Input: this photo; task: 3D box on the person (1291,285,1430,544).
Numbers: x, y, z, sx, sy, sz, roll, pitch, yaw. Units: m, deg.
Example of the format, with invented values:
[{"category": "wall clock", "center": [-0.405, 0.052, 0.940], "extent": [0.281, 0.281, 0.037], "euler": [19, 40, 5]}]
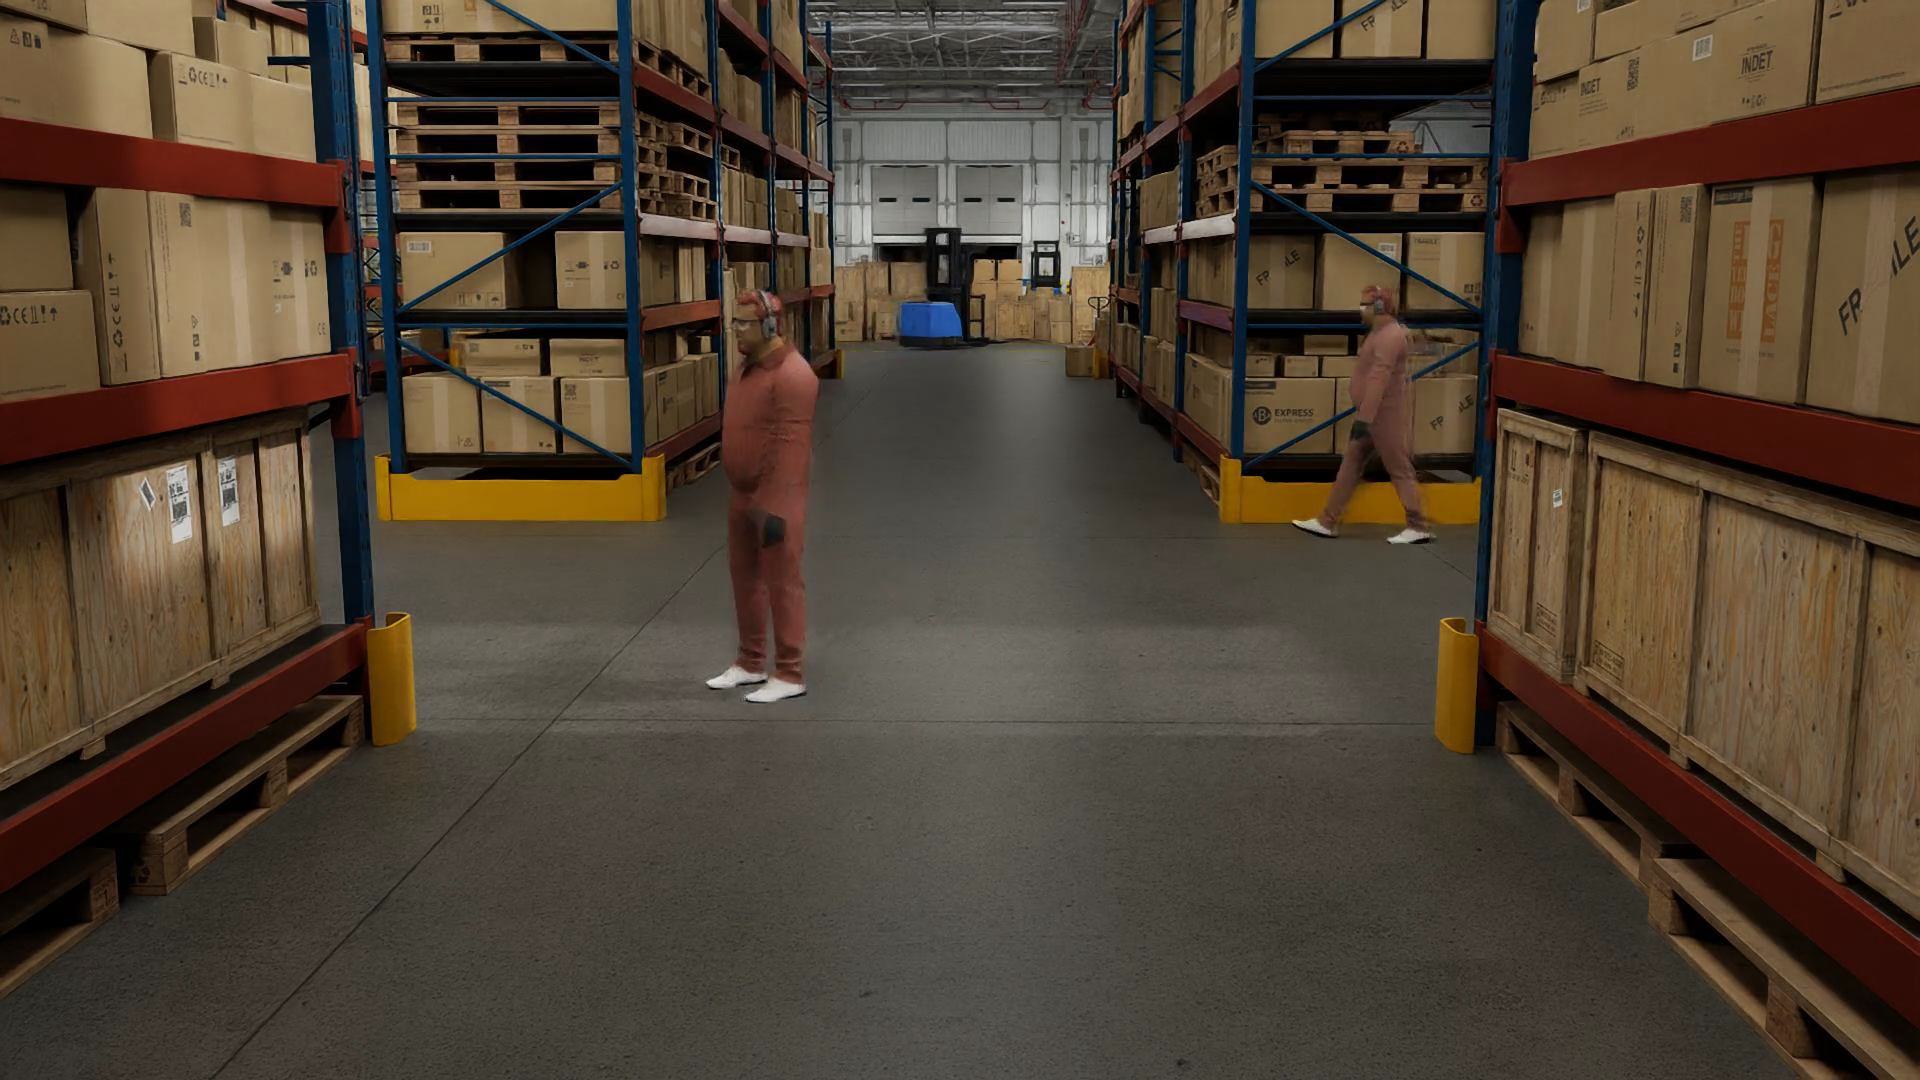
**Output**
[{"category": "person", "center": [2.952, -0.892, 11.964], "extent": [0.985, 1.854, 0.655], "euler": [1, 9, 3]}]

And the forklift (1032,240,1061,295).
[{"category": "forklift", "center": [3.176, -9.648, 61.352], "extent": [1.129, 2.768, 1.873], "euler": [0, 9, 1]}]

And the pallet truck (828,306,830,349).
[{"category": "pallet truck", "center": [-3.100, -3.940, 29.800], "extent": [1.885, 1.965, 0.823], "euler": [3, 10, 19]}]

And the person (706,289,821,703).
[{"category": "person", "center": [-0.898, -0.203, 7.704], "extent": [0.406, 1.905, 0.681], "euler": [-7, 12, -36]}]

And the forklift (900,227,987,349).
[{"category": "forklift", "center": [-0.406, -5.899, 38.896], "extent": [1.873, 2.768, 1.129], "euler": [-9, 13, -44]}]
